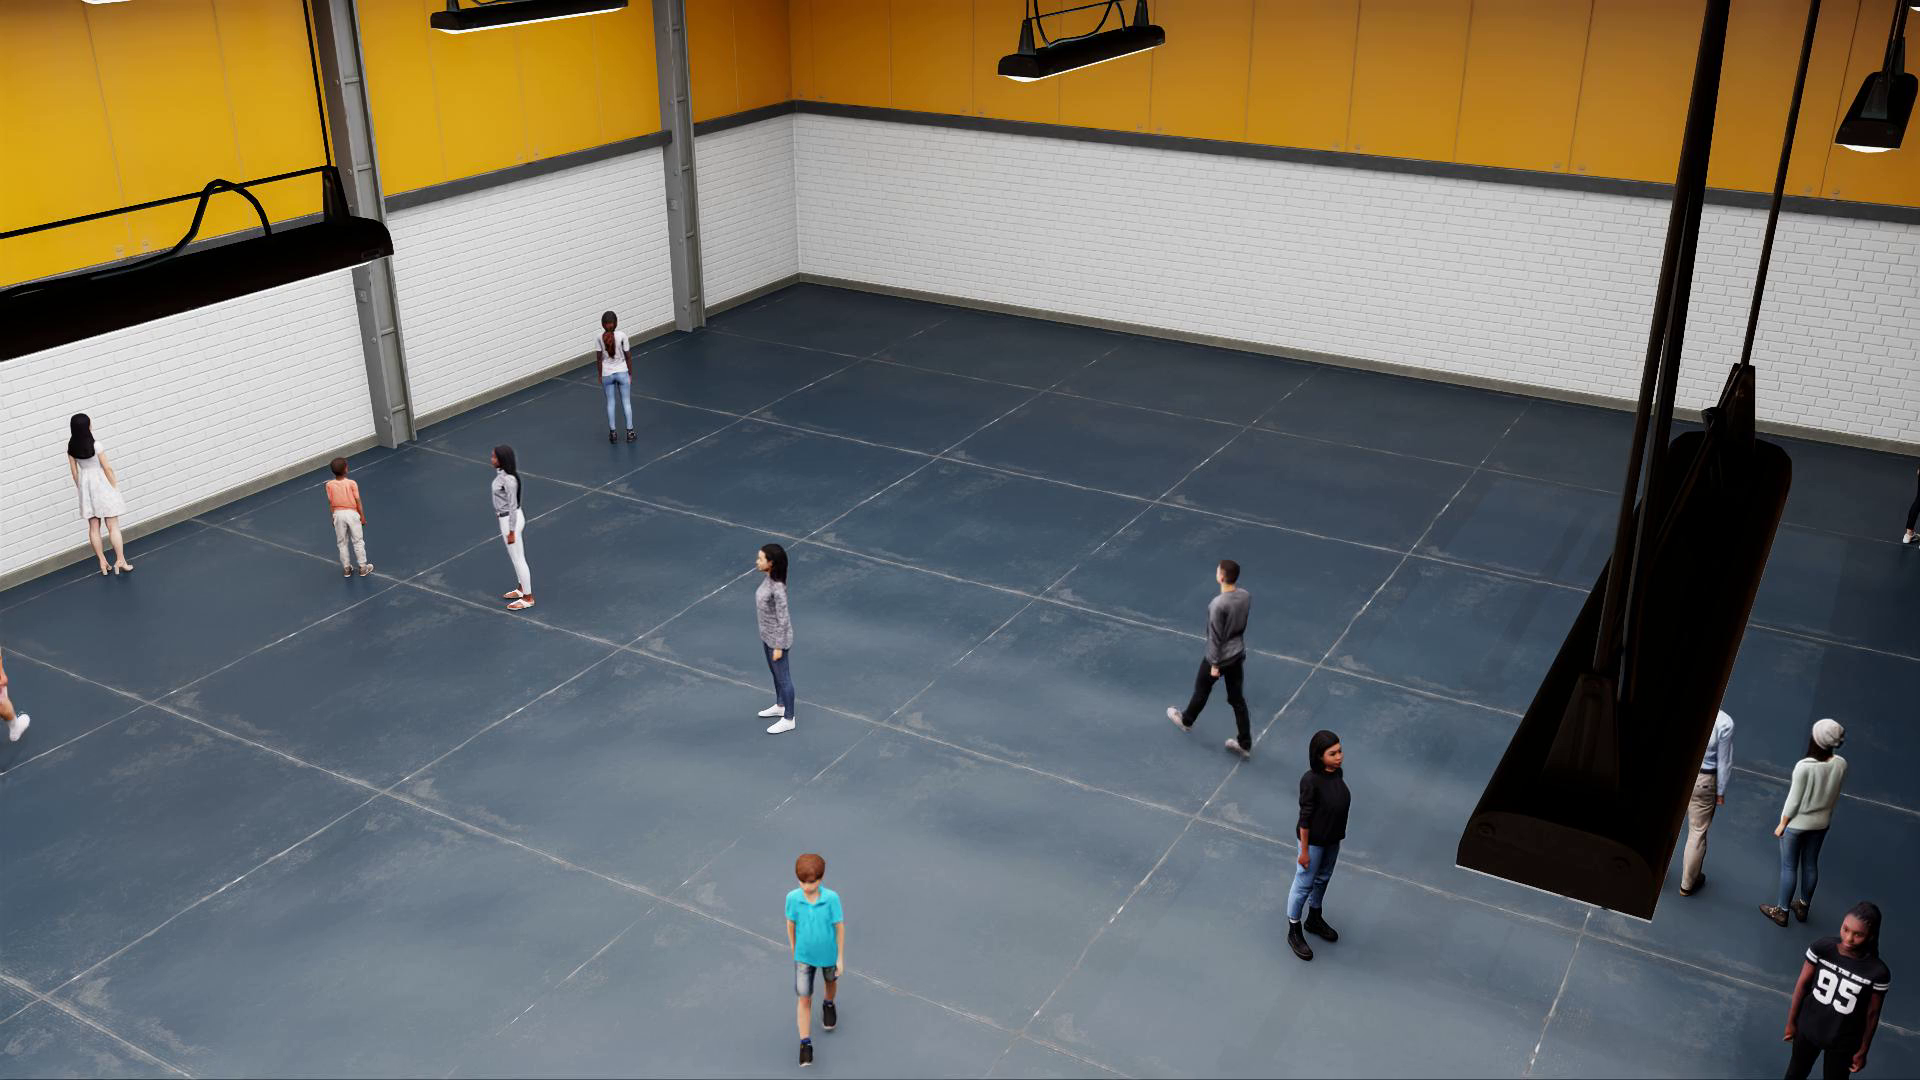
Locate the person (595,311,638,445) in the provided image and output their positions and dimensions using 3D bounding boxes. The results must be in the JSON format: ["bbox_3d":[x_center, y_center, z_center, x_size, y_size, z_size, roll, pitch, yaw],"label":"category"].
[{"bbox_3d":[-4.367,-2.075,21.082,0.670,1.719,0.700,-2,24,-5],"label":"person"}]

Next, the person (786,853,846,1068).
[{"bbox_3d":[-0.908,2.607,10.757,0.837,1.410,1.006,-1,24,-1],"label":"person"}]

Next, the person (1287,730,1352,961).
[{"bbox_3d":[2.492,2.086,11.584,0.573,1.702,0.689,-19,30,-37],"label":"person"}]

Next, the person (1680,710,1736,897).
[{"bbox_3d":[5.351,1.749,12.174,0.653,1.847,0.603,15,28,30],"label":"person"}]

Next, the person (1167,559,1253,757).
[{"bbox_3d":[2.293,1.025,13.999,1.125,1.713,0.995,-17,29,-33],"label":"person"}]

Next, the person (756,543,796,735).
[{"bbox_3d":[-1.591,0.825,14.430,0.725,1.733,0.684,-8,25,-18],"label":"person"}]

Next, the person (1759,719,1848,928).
[{"bbox_3d":[6.034,1.998,11.859,0.632,1.644,0.683,-5,24,-12],"label":"person"}]

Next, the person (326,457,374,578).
[{"bbox_3d":[-6.423,-0.247,17.410,0.565,1.310,0.601,-2,24,-4],"label":"person"}]

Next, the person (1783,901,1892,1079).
[{"bbox_3d":[5.091,2.879,9.737,0.661,1.728,0.646,20,31,38],"label":"person"}]

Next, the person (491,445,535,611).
[{"bbox_3d":[-4.499,-0.149,16.671,0.701,1.724,0.666,-9,25,-19],"label":"person"}]

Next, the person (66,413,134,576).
[{"bbox_3d":[-9.007,-0.481,17.368,0.760,1.774,0.787,1,24,2],"label":"person"}]
